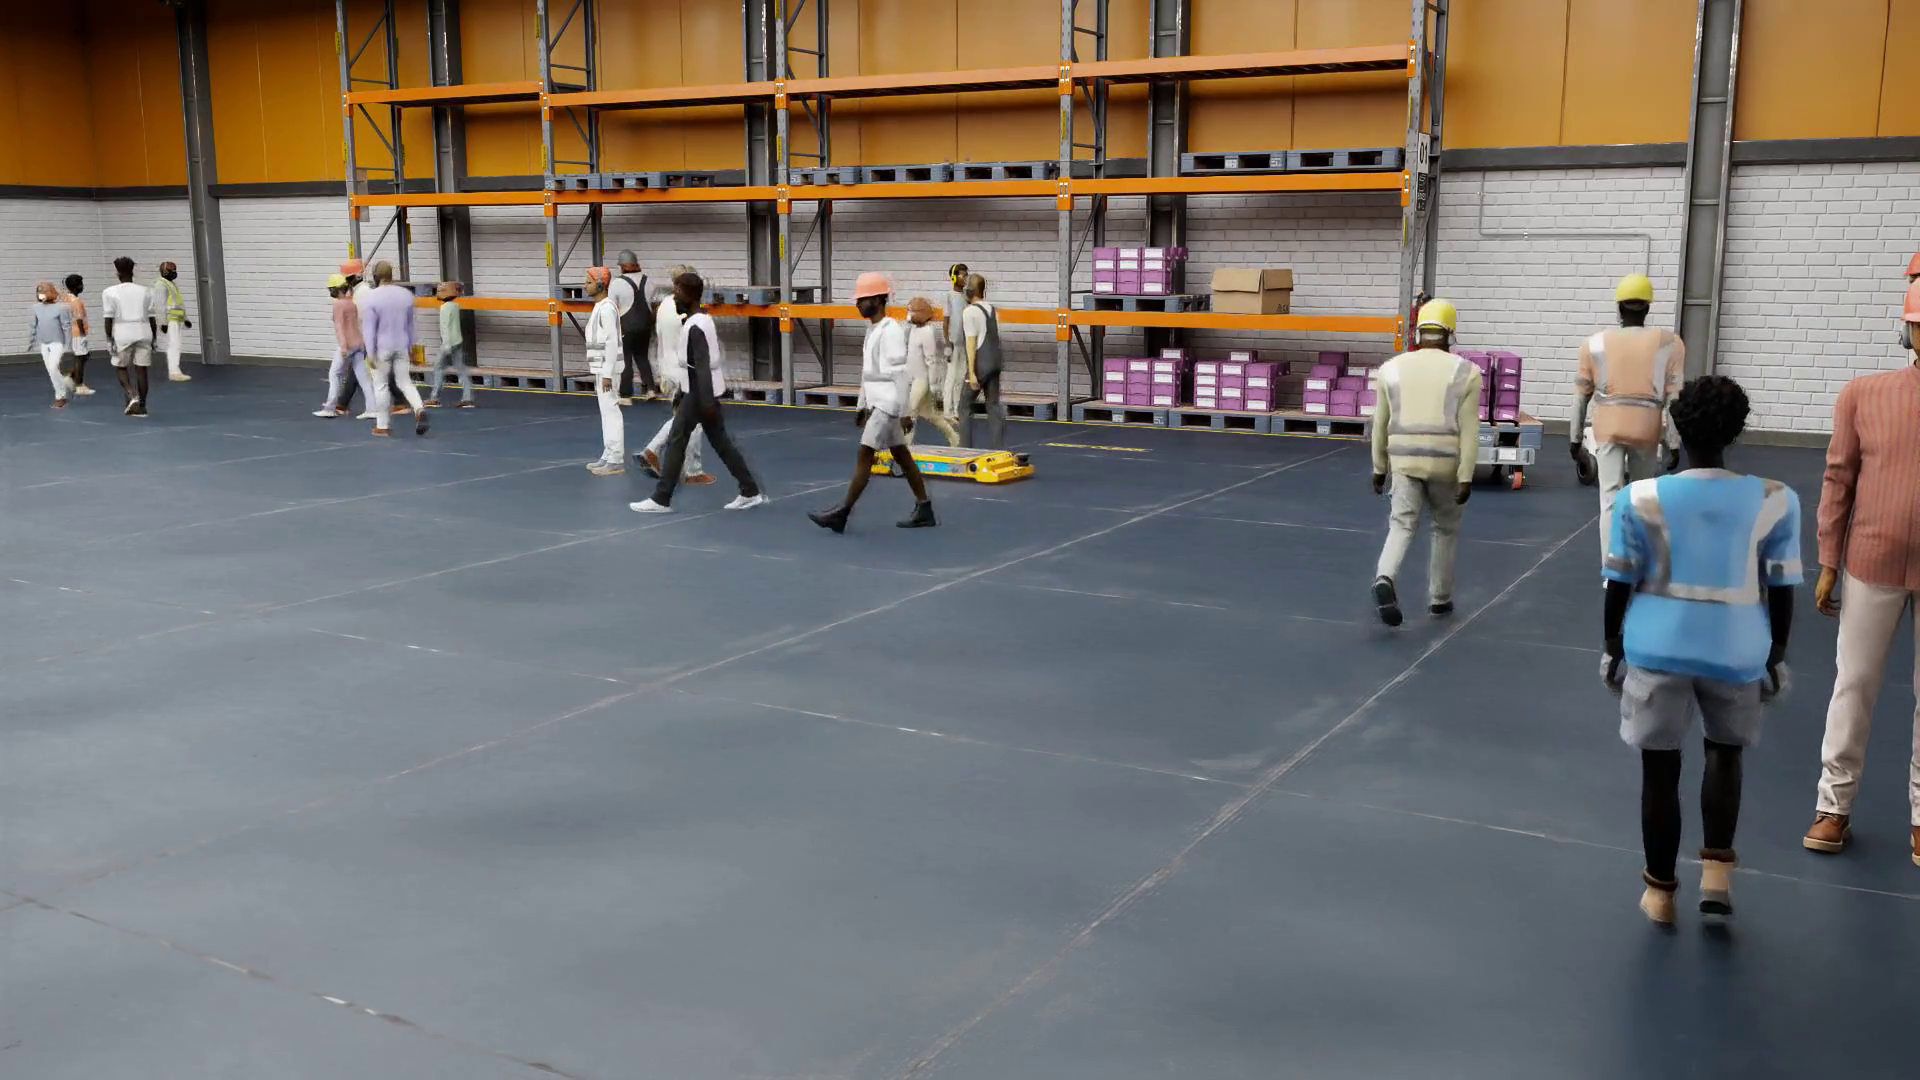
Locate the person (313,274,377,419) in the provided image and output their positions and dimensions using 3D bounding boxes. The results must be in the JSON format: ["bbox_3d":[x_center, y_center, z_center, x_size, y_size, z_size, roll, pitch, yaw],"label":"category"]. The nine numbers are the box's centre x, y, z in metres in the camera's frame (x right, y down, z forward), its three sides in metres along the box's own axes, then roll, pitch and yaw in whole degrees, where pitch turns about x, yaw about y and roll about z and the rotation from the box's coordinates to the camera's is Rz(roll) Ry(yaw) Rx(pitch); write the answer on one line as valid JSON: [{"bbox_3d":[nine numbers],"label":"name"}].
[{"bbox_3d":[-7.392,-2.292,19.832,0.820,1.728,0.543,1,10,7],"label":"person"}]

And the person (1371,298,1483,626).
[{"bbox_3d":[2.504,-0.410,9.033,0.602,1.797,0.815,6,12,30],"label":"person"}]

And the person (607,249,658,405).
[{"bbox_3d":[-4.311,-2.775,21.707,0.704,2.000,0.539,-9,13,-41],"label":"person"}]

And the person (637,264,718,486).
[{"bbox_3d":[-2.416,-1.397,14.249,0.596,1.922,0.635,-7,12,-34],"label":"person"}]

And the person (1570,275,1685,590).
[{"bbox_3d":[4.045,-0.655,10.128,0.620,1.880,0.940,4,11,21],"label":"person"}]

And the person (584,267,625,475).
[{"bbox_3d":[-3.233,-1.532,15.121,0.362,1.883,0.575,-3,10,-17],"label":"person"}]

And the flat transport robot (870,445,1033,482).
[{"bbox_3d":[-0.121,-0.703,14.982,1.431,0.197,0.652,6,12,30],"label":"flat transport robot"}]

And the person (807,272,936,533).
[{"bbox_3d":[-0.618,-0.988,12.061,1.005,1.870,0.556,-3,10,-15],"label":"person"}]

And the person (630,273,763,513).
[{"bbox_3d":[-2.034,-1.137,12.955,1.019,1.869,0.594,0,10,-2],"label":"person"}]

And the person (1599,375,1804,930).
[{"bbox_3d":[2.198,0.350,4.997,0.551,1.681,0.366,3,10,14],"label":"person"}]

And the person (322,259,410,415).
[{"bbox_3d":[-7.263,-2.461,20.331,1.023,1.919,0.631,-5,11,-27],"label":"person"}]

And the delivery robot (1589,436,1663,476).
[{"bbox_3d":[5.672,-0.750,14.181,0.477,0.478,0.707,-1,10,-7],"label":"delivery robot"}]

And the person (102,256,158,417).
[{"bbox_3d":[-10.017,-2.446,20.119,0.602,1.952,0.434,-8,13,-38],"label":"person"}]

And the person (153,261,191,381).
[{"bbox_3d":[-12.198,-3.384,25.736,0.452,1.839,0.642,-2,10,-13],"label":"person"}]

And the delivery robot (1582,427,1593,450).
[{"bbox_3d":[5.794,-0.877,14.900,0.477,0.478,0.707,3,10,14],"label":"delivery robot"}]

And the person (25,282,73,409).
[{"bbox_3d":[-11.620,-2.475,21.209,0.505,1.615,0.499,2,10,12],"label":"person"}]

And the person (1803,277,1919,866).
[{"bbox_3d":[3.190,0.099,5.558,0.609,1.996,0.378,6,12,30],"label":"person"}]

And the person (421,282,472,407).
[{"bbox_3d":[-6.639,-2.496,21.334,0.759,1.602,0.532,1,10,5],"label":"person"}]

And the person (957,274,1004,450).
[{"bbox_3d":[0.168,-1.555,15.459,0.684,1.805,0.513,9,14,43],"label":"person"}]

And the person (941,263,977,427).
[{"bbox_3d":[-0.011,-2.243,19.166,0.328,1.876,0.513,7,12,33],"label":"person"}]

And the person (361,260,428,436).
[{"bbox_3d":[-6.127,-2.054,17.963,0.795,1.921,0.633,9,13,41],"label":"person"}]

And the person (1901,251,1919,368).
[{"bbox_3d":[8.137,-1.420,14.082,0.417,2.031,0.611,1,10,7],"label":"person"}]

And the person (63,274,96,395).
[{"bbox_3d":[-12.257,-2.849,23.121,0.358,1.683,0.561,-8,13,-39],"label":"person"}]

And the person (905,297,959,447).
[{"bbox_3d":[-0.323,-1.510,15.795,0.818,1.601,0.509,-3,10,-15],"label":"person"}]
